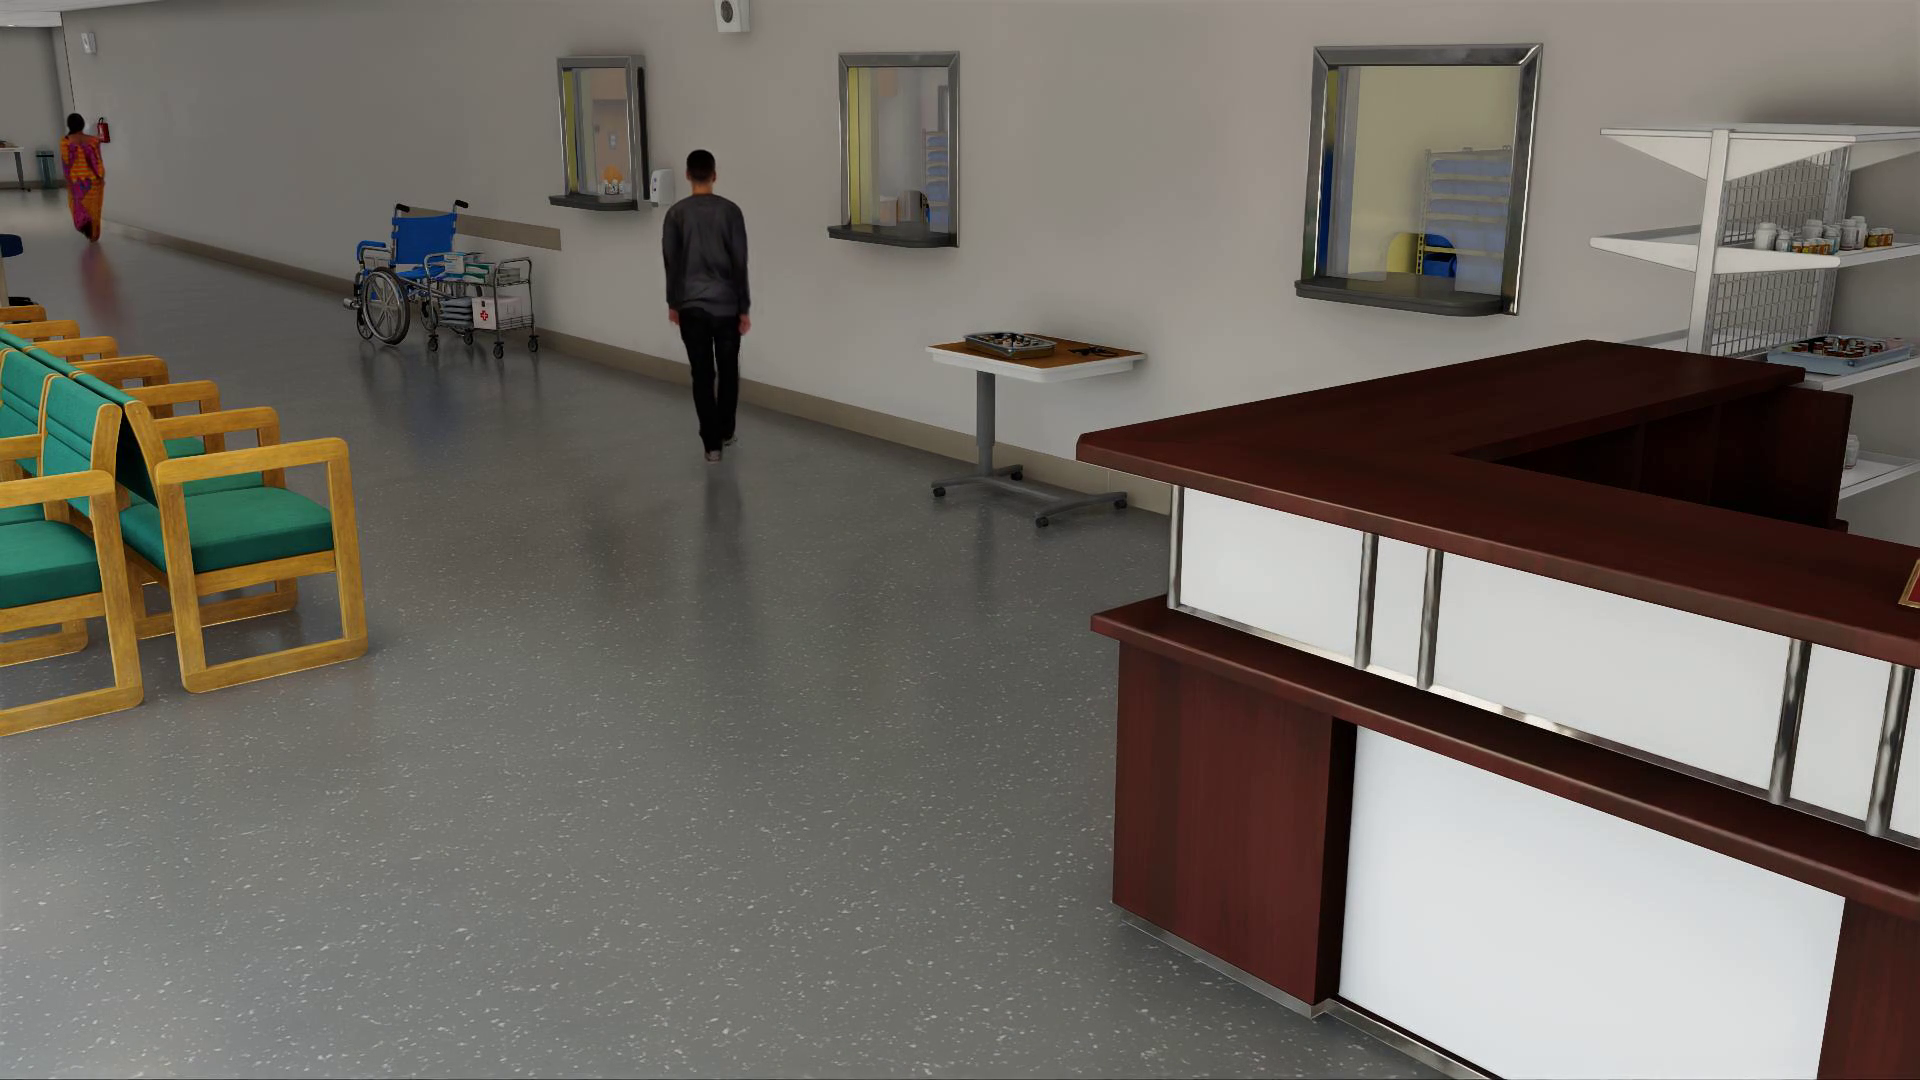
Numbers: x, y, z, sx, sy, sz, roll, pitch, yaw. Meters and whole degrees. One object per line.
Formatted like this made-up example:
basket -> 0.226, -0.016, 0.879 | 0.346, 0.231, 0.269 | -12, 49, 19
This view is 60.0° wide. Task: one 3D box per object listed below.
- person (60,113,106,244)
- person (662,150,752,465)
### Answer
person -> -11.491, -4.754, 21.814 | 0.797, 1.669, 0.700 | -12, 20, -37
person -> -1.418, -1.292, 9.386 | 0.871, 1.747, 0.905 | -2, 16, -8
